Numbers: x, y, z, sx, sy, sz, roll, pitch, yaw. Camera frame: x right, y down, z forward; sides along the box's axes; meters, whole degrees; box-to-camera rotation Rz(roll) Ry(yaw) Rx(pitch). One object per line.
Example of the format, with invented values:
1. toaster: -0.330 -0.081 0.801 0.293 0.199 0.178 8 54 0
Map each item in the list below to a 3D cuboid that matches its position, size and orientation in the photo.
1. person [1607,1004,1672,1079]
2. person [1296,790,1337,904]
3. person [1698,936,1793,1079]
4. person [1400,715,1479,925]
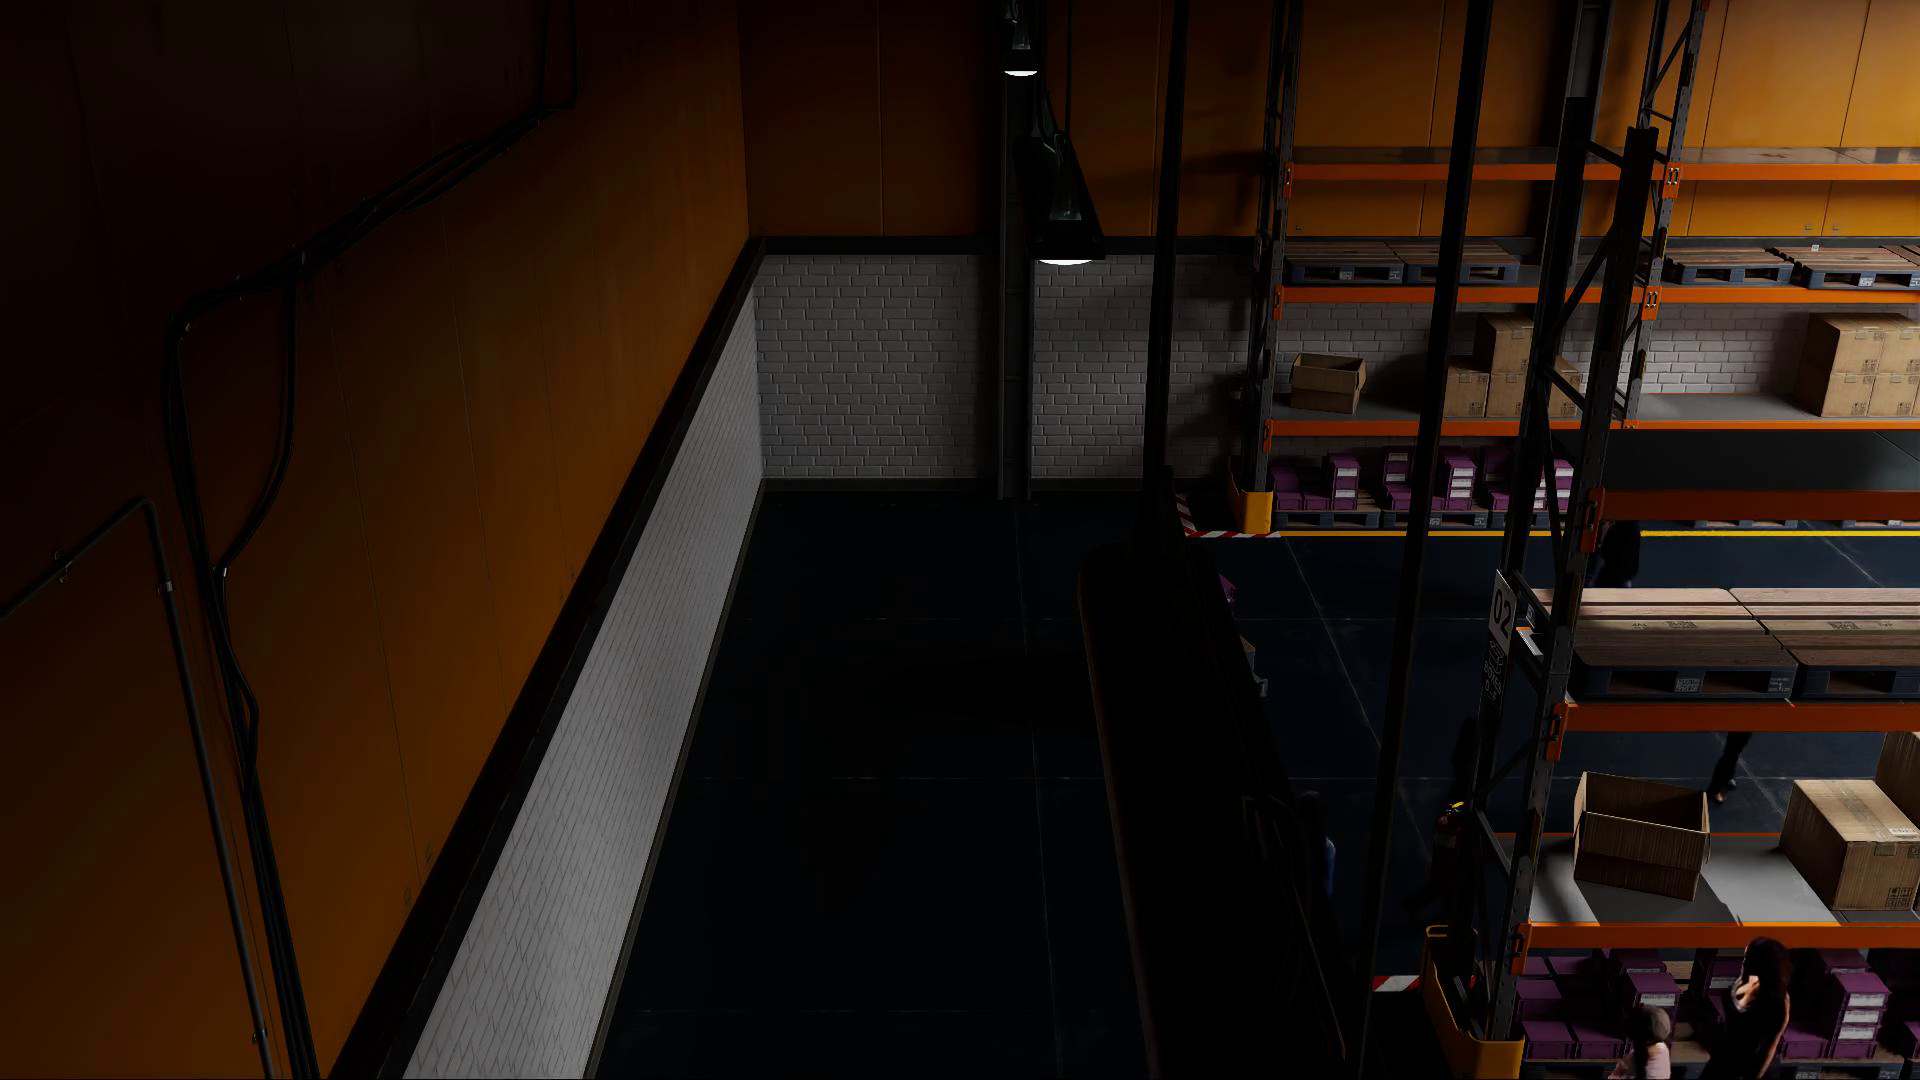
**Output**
1. person: 3.716 3.245 8.986 1.144 1.654 0.979 15 28 31
2. person: 2.160 2.445 10.796 1.164 1.671 1.140 17 29 34
3. person: 4.584 3.001 9.471 1.263 1.712 0.737 -3 24 -6
4. person: 3.450 2.017 11.702 0.982 1.728 0.754 -7 25 -16
